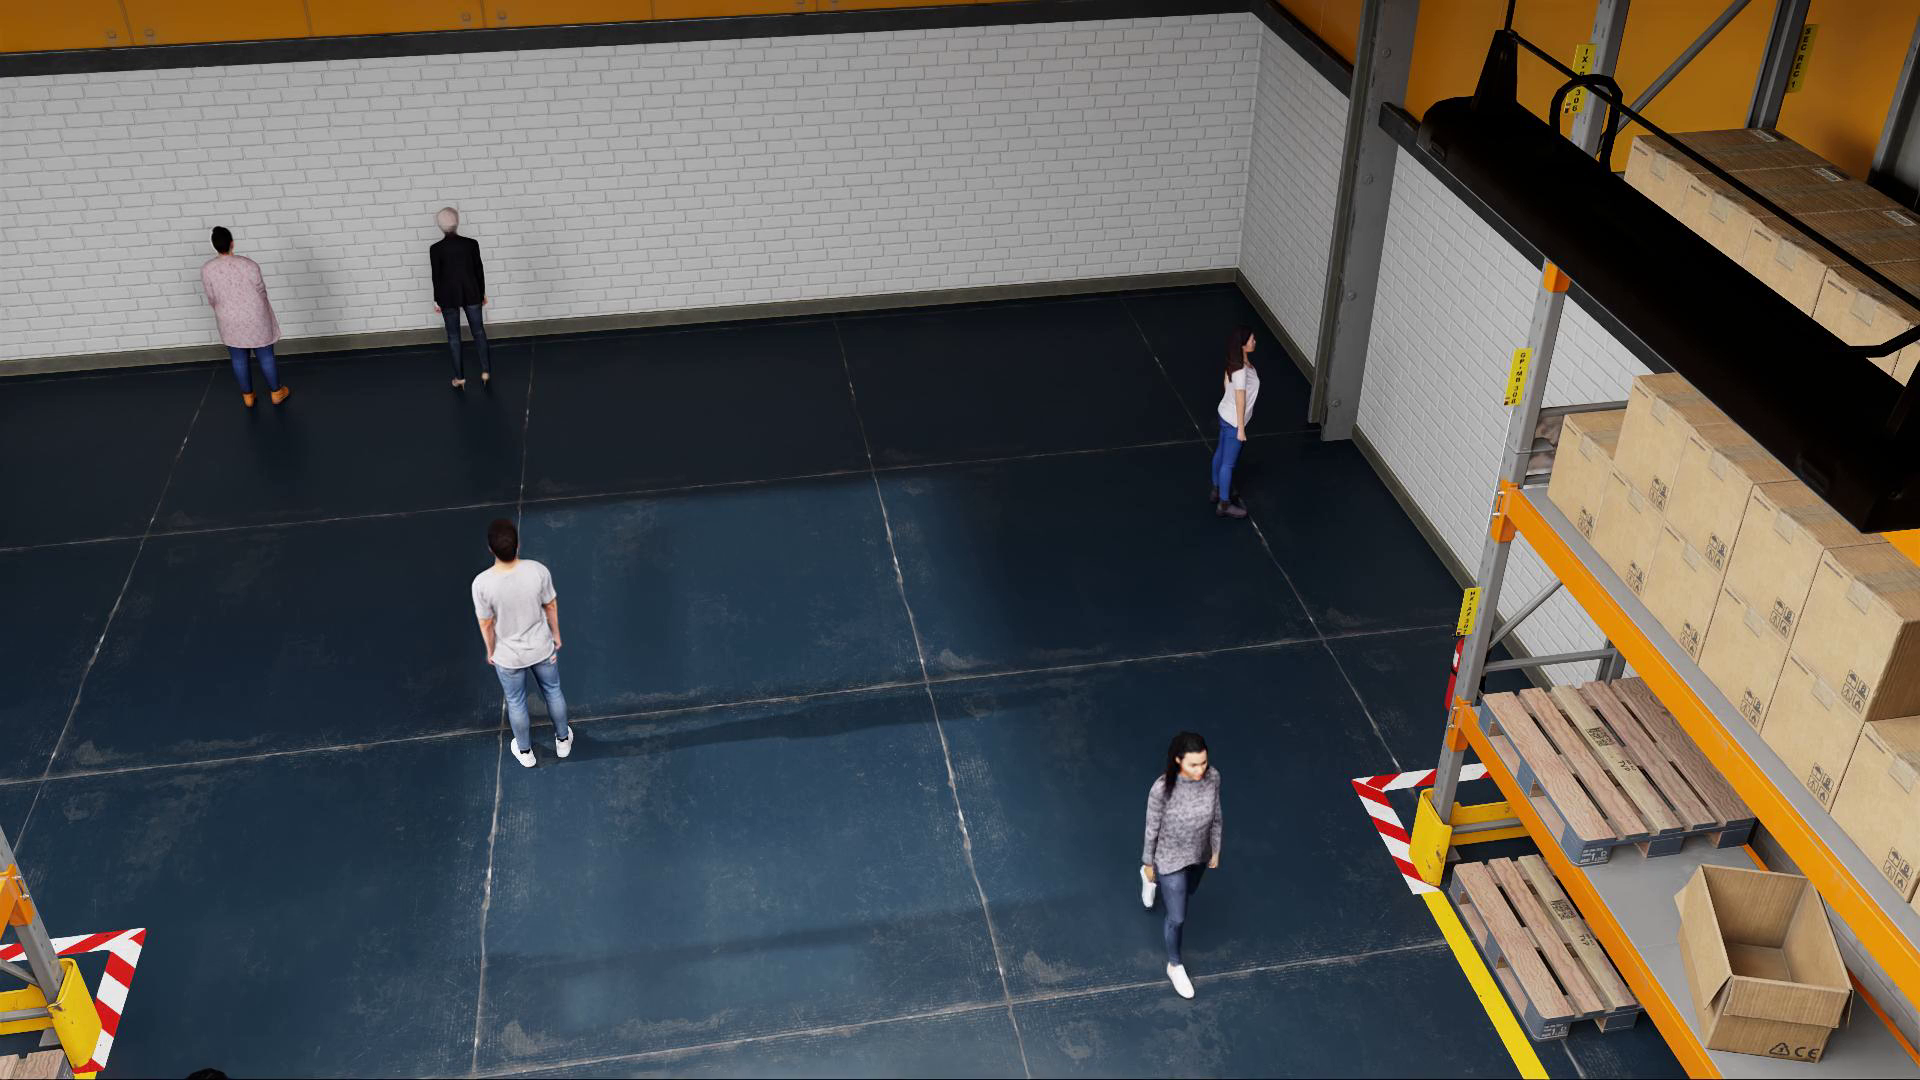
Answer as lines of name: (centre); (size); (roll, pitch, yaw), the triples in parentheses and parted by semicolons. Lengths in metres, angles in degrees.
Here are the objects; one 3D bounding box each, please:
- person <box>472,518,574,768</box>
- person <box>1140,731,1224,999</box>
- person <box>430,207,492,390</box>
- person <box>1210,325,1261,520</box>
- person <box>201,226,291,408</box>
person: (-2.851, 0.664, 10.845); (0.725, 1.894, 0.662); (-14, 36, -21)
person: (1.219, 1.719, 9.428); (0.766, 1.706, 1.106); (-12, 36, -18)
person: (-4.644, -2.220, 15.295); (0.800, 1.779, 0.688); (-16, 37, -23)
person: (2.210, -0.965, 13.485); (0.679, 1.685, 0.485); (-2, 34, -4)
person: (-6.485, -2.027, 15.029); (0.671, 1.744, 0.602); (-5, 34, -8)
